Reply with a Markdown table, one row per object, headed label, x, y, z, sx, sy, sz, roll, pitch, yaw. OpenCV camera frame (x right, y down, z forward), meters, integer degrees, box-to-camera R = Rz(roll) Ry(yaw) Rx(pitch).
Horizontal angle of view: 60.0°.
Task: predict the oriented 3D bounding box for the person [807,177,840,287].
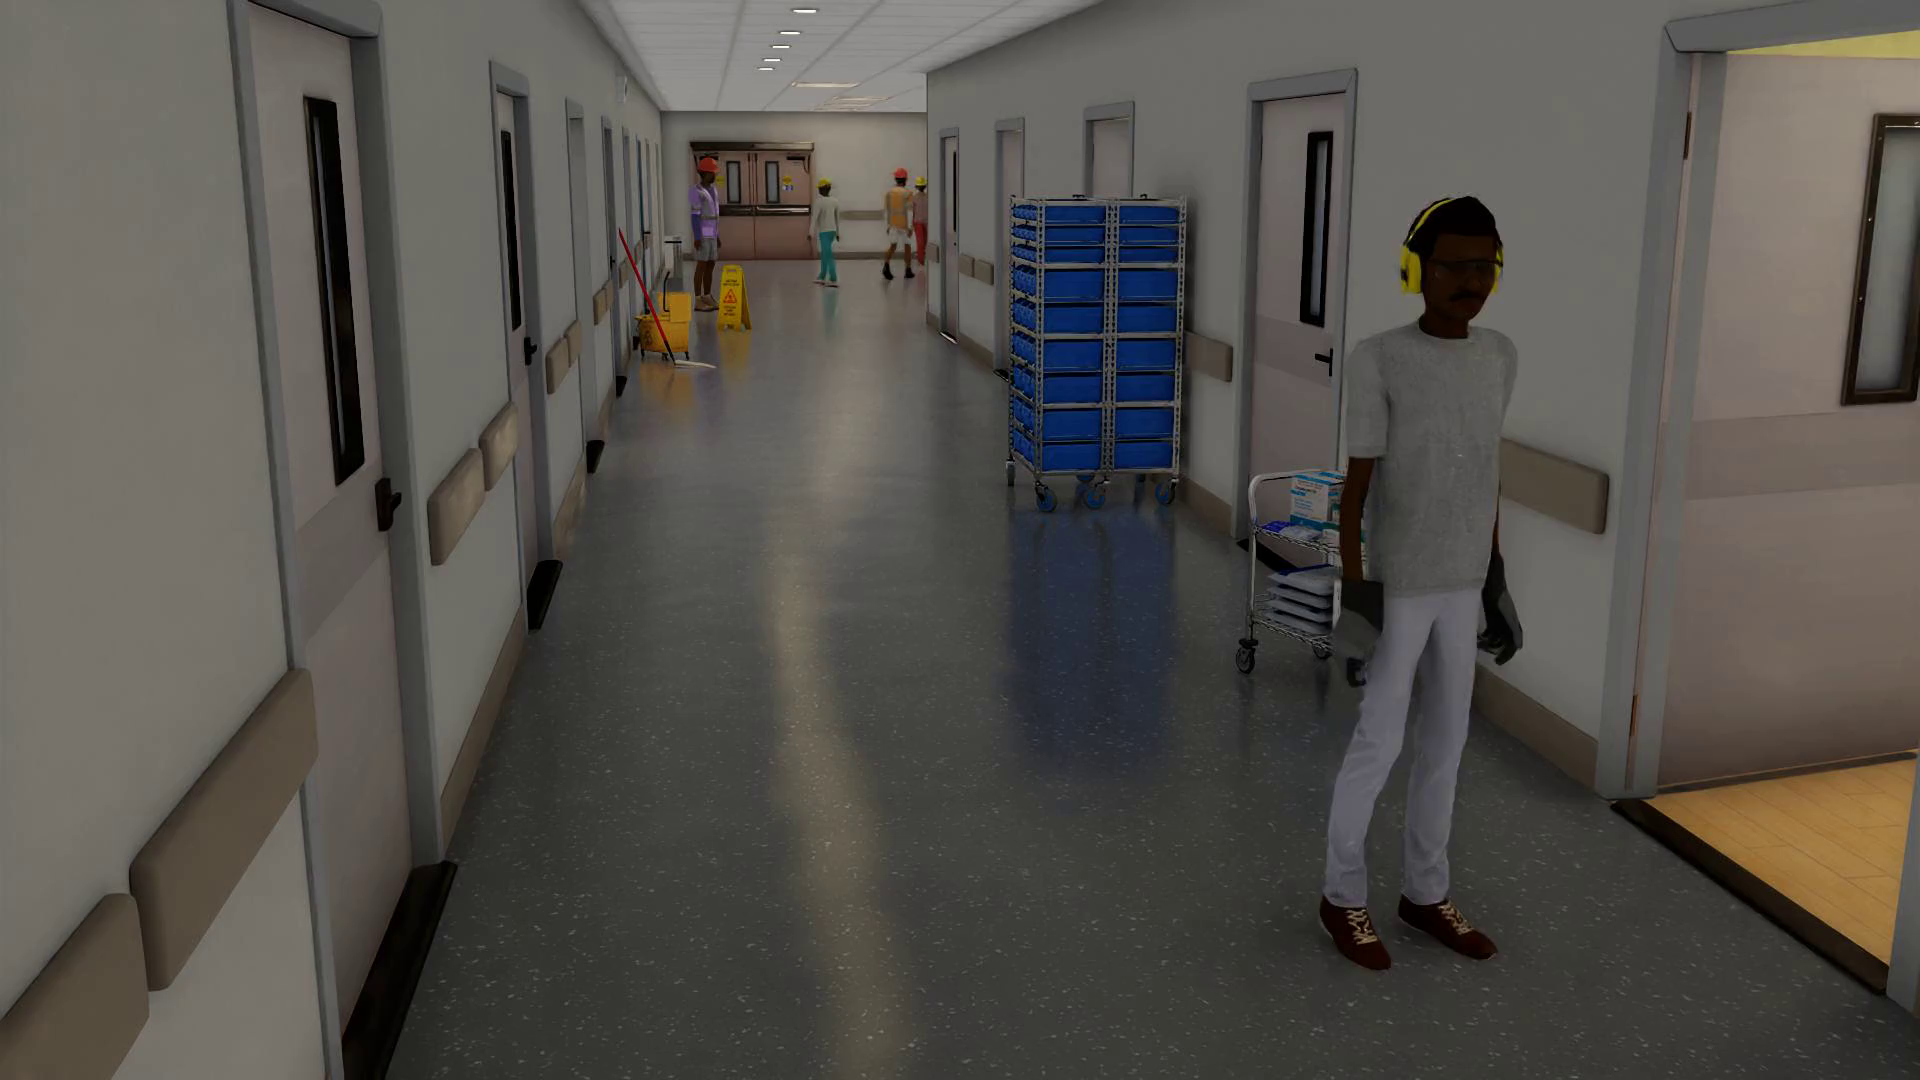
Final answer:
| label | x | y | z | sx | sy | sz | roll | pitch | yaw |
| --- | --- | --- | --- | --- | --- | --- | --- | --- | --- |
| person | -2.248 | -4.970 | 26.907 | 0.770 | 1.740 | 0.527 | 9 | 15 | 34 |

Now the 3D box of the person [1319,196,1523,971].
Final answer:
| label | x | y | z | sx | sy | sz | roll | pitch | yaw |
| --- | --- | --- | --- | --- | --- | --- | --- | --- | --- |
| person | 1.139 | 0.128 | 4.029 | 0.563 | 1.882 | 0.453 | -6 | 14 | -26 |

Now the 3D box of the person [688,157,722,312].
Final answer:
| label | x | y | z | sx | sy | sz | roll | pitch | yaw |
| --- | --- | --- | --- | --- | --- | --- | --- | --- | --- |
| person | -3.374 | -4.094 | 22.331 | 0.395 | 2.038 | 0.615 | 5 | 14 | 21 |

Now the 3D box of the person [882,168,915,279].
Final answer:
| label | x | y | z | sx | sy | sz | roll | pitch | yaw |
| --- | --- | --- | --- | --- | --- | --- | --- | --- | --- |
| person | -1.070 | -5.449 | 28.666 | 0.553 | 1.907 | 0.932 | 6 | 14 | 24 |
